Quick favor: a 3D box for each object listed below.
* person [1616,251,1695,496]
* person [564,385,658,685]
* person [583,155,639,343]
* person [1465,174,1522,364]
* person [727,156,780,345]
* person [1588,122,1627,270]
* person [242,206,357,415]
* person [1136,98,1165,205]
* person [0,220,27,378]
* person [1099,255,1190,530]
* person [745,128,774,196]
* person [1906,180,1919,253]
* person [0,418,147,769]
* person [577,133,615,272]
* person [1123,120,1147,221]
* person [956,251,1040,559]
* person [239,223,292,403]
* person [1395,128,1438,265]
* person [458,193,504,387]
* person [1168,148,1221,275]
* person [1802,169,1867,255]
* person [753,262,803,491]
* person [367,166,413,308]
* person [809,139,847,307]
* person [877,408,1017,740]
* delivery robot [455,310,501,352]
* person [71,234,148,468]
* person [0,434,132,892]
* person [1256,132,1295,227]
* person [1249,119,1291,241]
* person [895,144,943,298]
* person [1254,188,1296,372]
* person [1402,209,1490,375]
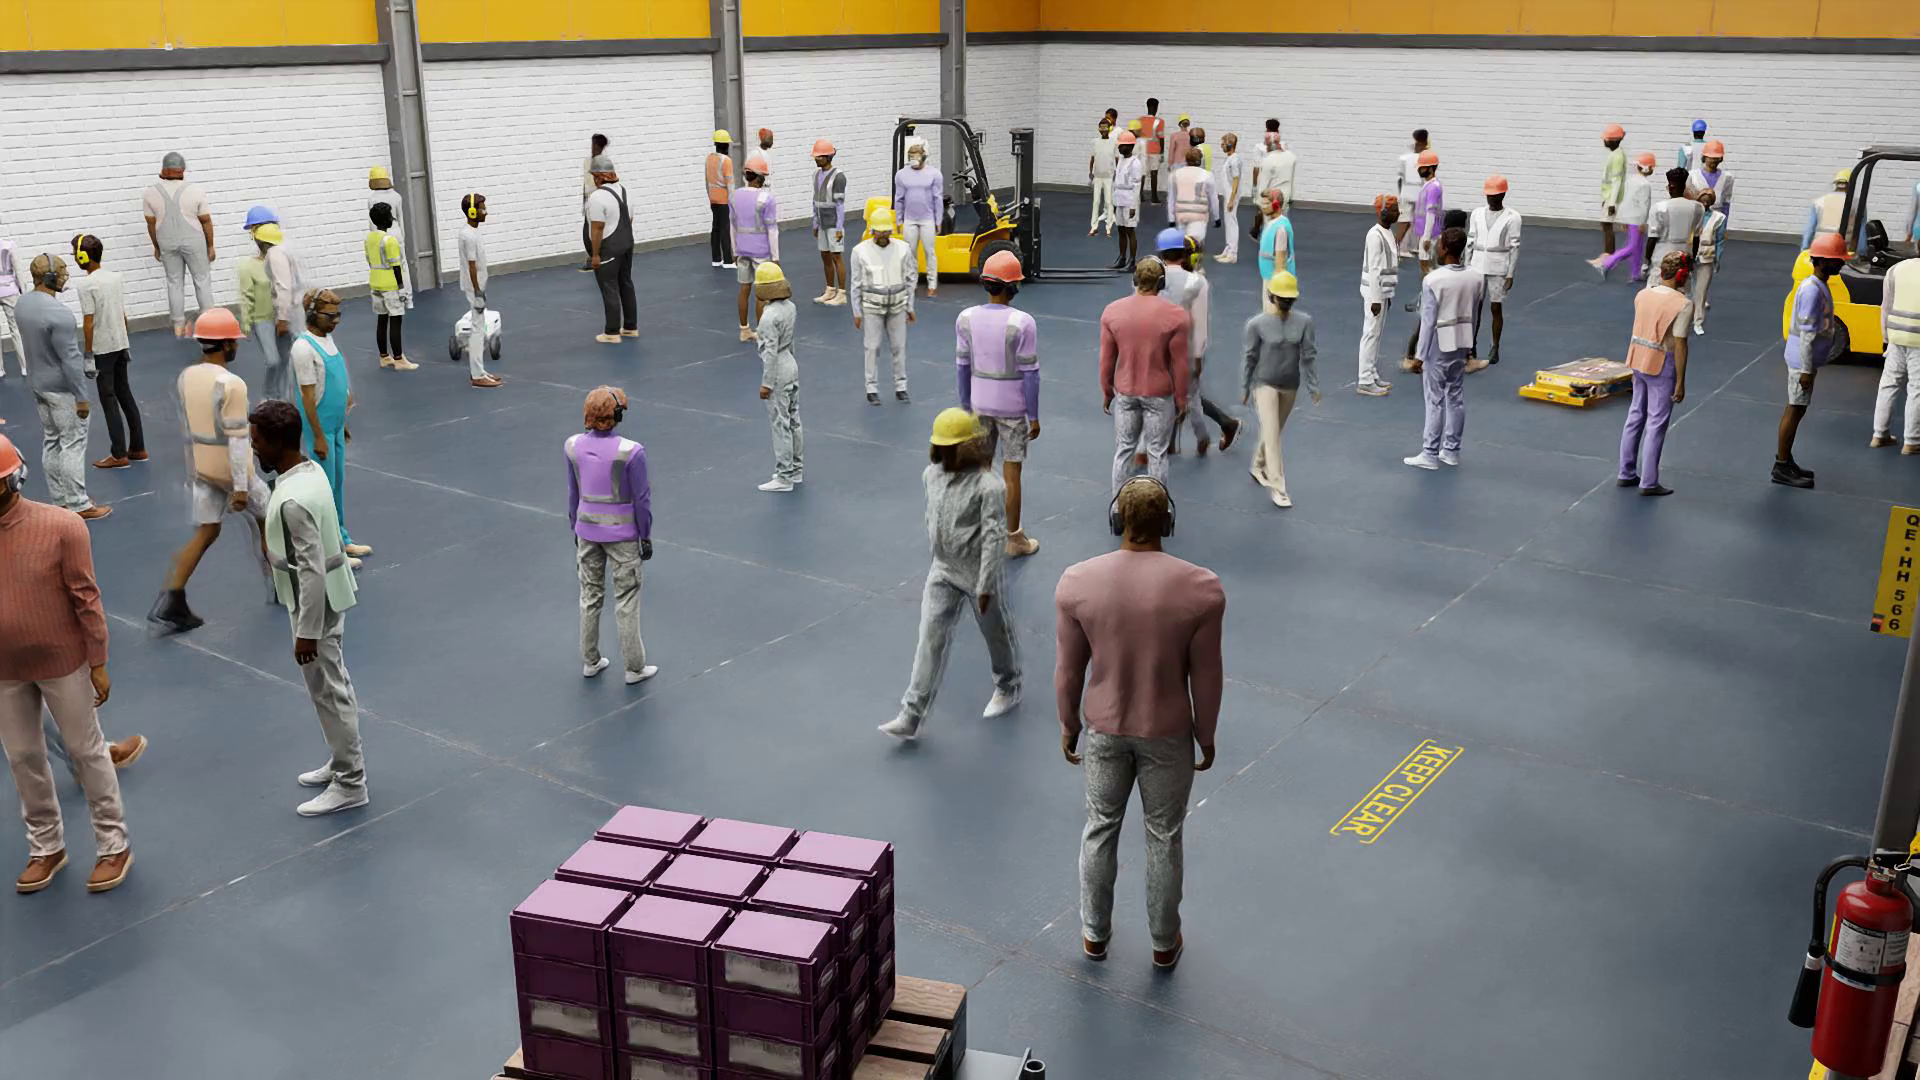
[{"bbox_3d":[5.213,-1.242,12.473,0.387,1.838,0.562,-5,18,-16],"label":"person"},{"bbox_3d":[-1.892,-0.021,8.991,0.514,1.631,0.318,7,19,21],"label":"person"},{"bbox_3d":[-3.875,-3.216,18.316,0.537,2.000,0.687,7,19,22],"label":"person"},{"bbox_3d":[5.444,-2.783,17.129,0.552,1.934,0.364,15,23,38],"label":"person"},{"bbox_3d":[-2.219,-3.145,18.114,0.613,2.033,0.411,10,20,28],"label":"person"},{"bbox_3d":[9.127,-4.833,23.385,0.416,2.034,0.651,6,19,17],"label":"person"},{"bbox_3d":[-5.932,-2.038,14.896,0.837,1.902,0.651,-10,20,-29],"label":"person"},{"bbox_3d":[3.550,-7.262,31.103,0.610,1.956,0.386,10,20,29],"label":"person"},{"bbox_3d":[-9.511,-2.419,16.472,0.525,1.639,0.307,-5,18,-14],"label":"person"},{"bbox_3d":[1.279,-0.998,11.544,0.635,1.937,0.352,7,19,21],"label":"person"},{"bbox_3d":[-2.999,-5.195,24.808,0.481,1.848,0.599,3,18,9],"label":"person"},{"bbox_3d":[11.775,-3.733,20.126,0.816,1.923,0.624,-17,24,-42],"label":"person"},{"bbox_3d":[-4.447,0.262,7.607,1.035,1.933,0.639,-13,22,-36],"label":"person"},{"bbox_3d":[-4.987,-4.656,23.008,0.562,1.934,0.693,-15,23,-38],"label":"person"},{"bbox_3d":[2.900,-6.303,28.479,0.571,1.727,0.500,-10,20,-27],"label":"person"},{"bbox_3d":[0.269,-0.888,11.028,0.605,2.045,0.378,11,21,30],"label":"person"},{"bbox_3d":[-6.103,-1.943,14.801,0.396,1.742,0.558,12,21,33],"label":"person"},{"bbox_3d":[6.499,-4.904,23.797,0.622,1.931,0.857,11,21,31],"label":"person"},{"bbox_3d":[-4.659,-2.409,16.086,0.331,1.864,0.505,-5,18,-16],"label":"person"},{"bbox_3d":[3.115,-4.236,21.886,0.634,1.798,0.927,13,22,35],"label":"person"},{"bbox_3d":[10.160,-3.399,19.335,0.632,1.772,0.962,17,24,42],"label":"person"},{"bbox_3d":[-1.397,-1.235,12.614,0.311,1.736,0.483,5,18,15],"label":"person"},{"bbox_3d":[-6.959,-3.650,20.176,0.322,1.737,0.488,11,21,31],"label":"person"},{"bbox_3d":[-1.636,-3.892,20.454,0.408,2.035,0.601,-15,23,-38],"label":"person"},{"bbox_3d":[-0.009,0.168,8.295,0.504,1.686,0.938,12,22,34],"label":"person"},{"bbox_3d":[-5.092,-2.261,17.580,0.477,0.478,0.707,-1,18,-3],"label":"delivery robot"},{"bbox_3d":[-6.800,-1.496,13.241,0.343,1.857,0.521,3,18,8],"label":"person"},{"bbox_3d":[-3.796,0.505,6.783,0.625,1.980,0.410,-2,18,-6],"label":"person"},{"bbox_3d":[4.516,-4.881,23.808,0.682,1.873,0.448,-13,22,-36],"label":"person"},{"bbox_3d":[4.781,-5.543,25.785,0.631,1.915,0.968,-2,18,-6],"label":"person"},{"bbox_3d":[-0.520,-4.044,21.095,0.637,1.929,0.367,4,18,12],"label":"person"},{"bbox_3d":[3.175,-2.617,16.788,0.405,1.833,0.580,0,18,-1],"label":"person"},{"bbox_3d":[4.890,-2.472,16.609,0.836,1.646,0.536,-2,18,-6],"label":"person"}]
